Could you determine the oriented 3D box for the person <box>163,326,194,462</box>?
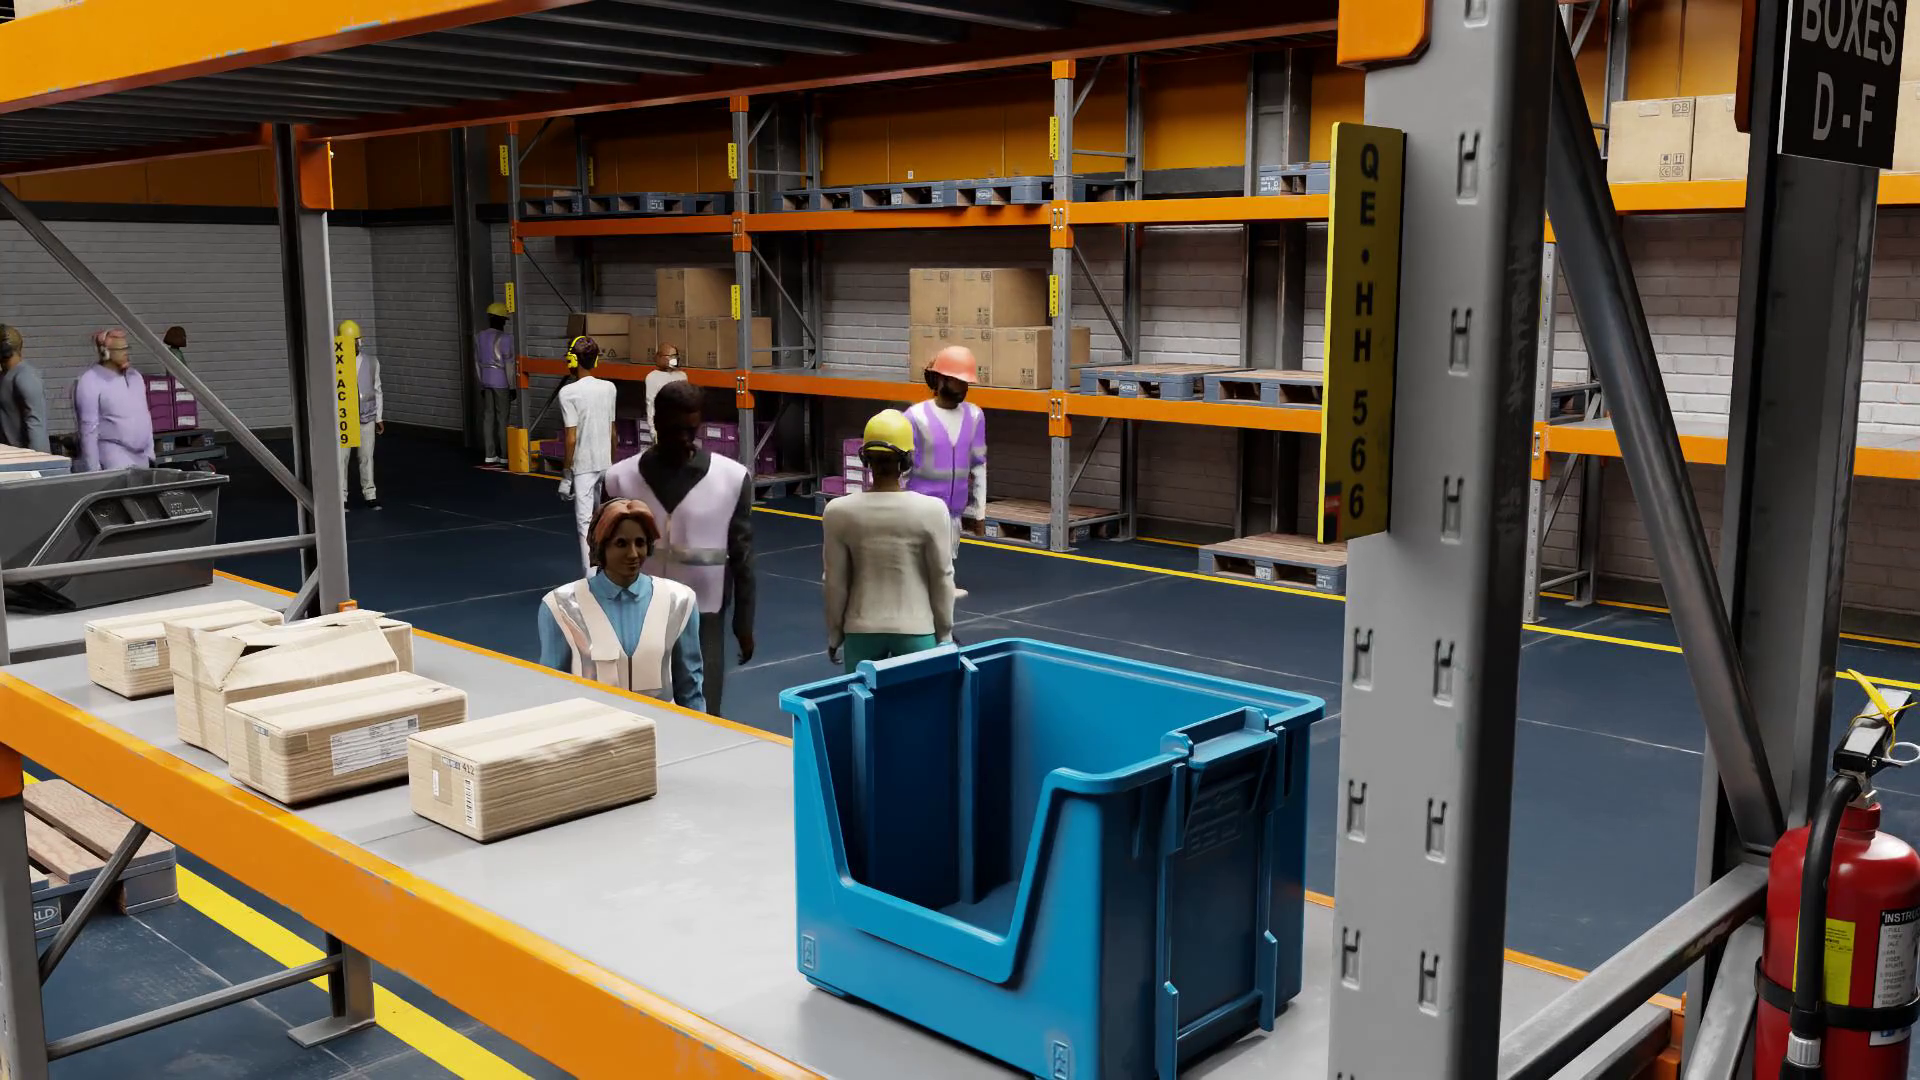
[{"bbox_3d":[-9.423,-1.756,20.044,0.288,1.627,0.502,-6,11,-34],"label":"person"}]

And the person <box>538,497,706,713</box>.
[{"bbox_3d":[-1.031,0.678,5.111,0.511,1.633,0.313,-4,10,-24],"label":"person"}]

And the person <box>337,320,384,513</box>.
[{"bbox_3d":[-5.780,-1.174,15.847,0.591,1.833,0.403,-7,12,-37],"label":"person"}]

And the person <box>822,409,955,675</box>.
[{"bbox_3d":[-0.277,0.369,6.586,0.523,1.769,0.320,1,9,7],"label":"person"}]

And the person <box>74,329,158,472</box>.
[{"bbox_3d":[-6.249,-0.617,12.274,0.764,1.886,0.648,1,9,7],"label":"person"}]

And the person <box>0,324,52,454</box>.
[{"bbox_3d":[-6.551,-0.537,11.623,0.353,1.936,0.633,-9,13,-43],"label":"person"}]

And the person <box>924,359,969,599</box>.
[{"bbox_3d":[-0.129,-0.437,11.738,0.318,1.700,0.535,-3,10,-15],"label":"person"}]

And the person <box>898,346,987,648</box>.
[{"bbox_3d":[-0.150,-0.202,9.774,0.593,1.881,1.014,-6,11,-32],"label":"person"}]

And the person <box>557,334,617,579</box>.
[{"bbox_3d":[-2.542,-0.459,11.343,0.333,1.873,0.520,6,11,33],"label":"person"}]

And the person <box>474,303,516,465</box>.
[{"bbox_3d":[-5.482,-1.850,19.732,0.585,1.917,0.382,6,11,32],"label":"person"}]

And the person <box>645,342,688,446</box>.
[{"bbox_3d":[-2.777,-1.071,15.854,0.280,1.624,0.498,8,12,41],"label":"person"}]

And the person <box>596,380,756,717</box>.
[{"bbox_3d":[-1.115,0.328,6.452,0.605,1.887,0.696,1,9,4],"label":"person"}]
